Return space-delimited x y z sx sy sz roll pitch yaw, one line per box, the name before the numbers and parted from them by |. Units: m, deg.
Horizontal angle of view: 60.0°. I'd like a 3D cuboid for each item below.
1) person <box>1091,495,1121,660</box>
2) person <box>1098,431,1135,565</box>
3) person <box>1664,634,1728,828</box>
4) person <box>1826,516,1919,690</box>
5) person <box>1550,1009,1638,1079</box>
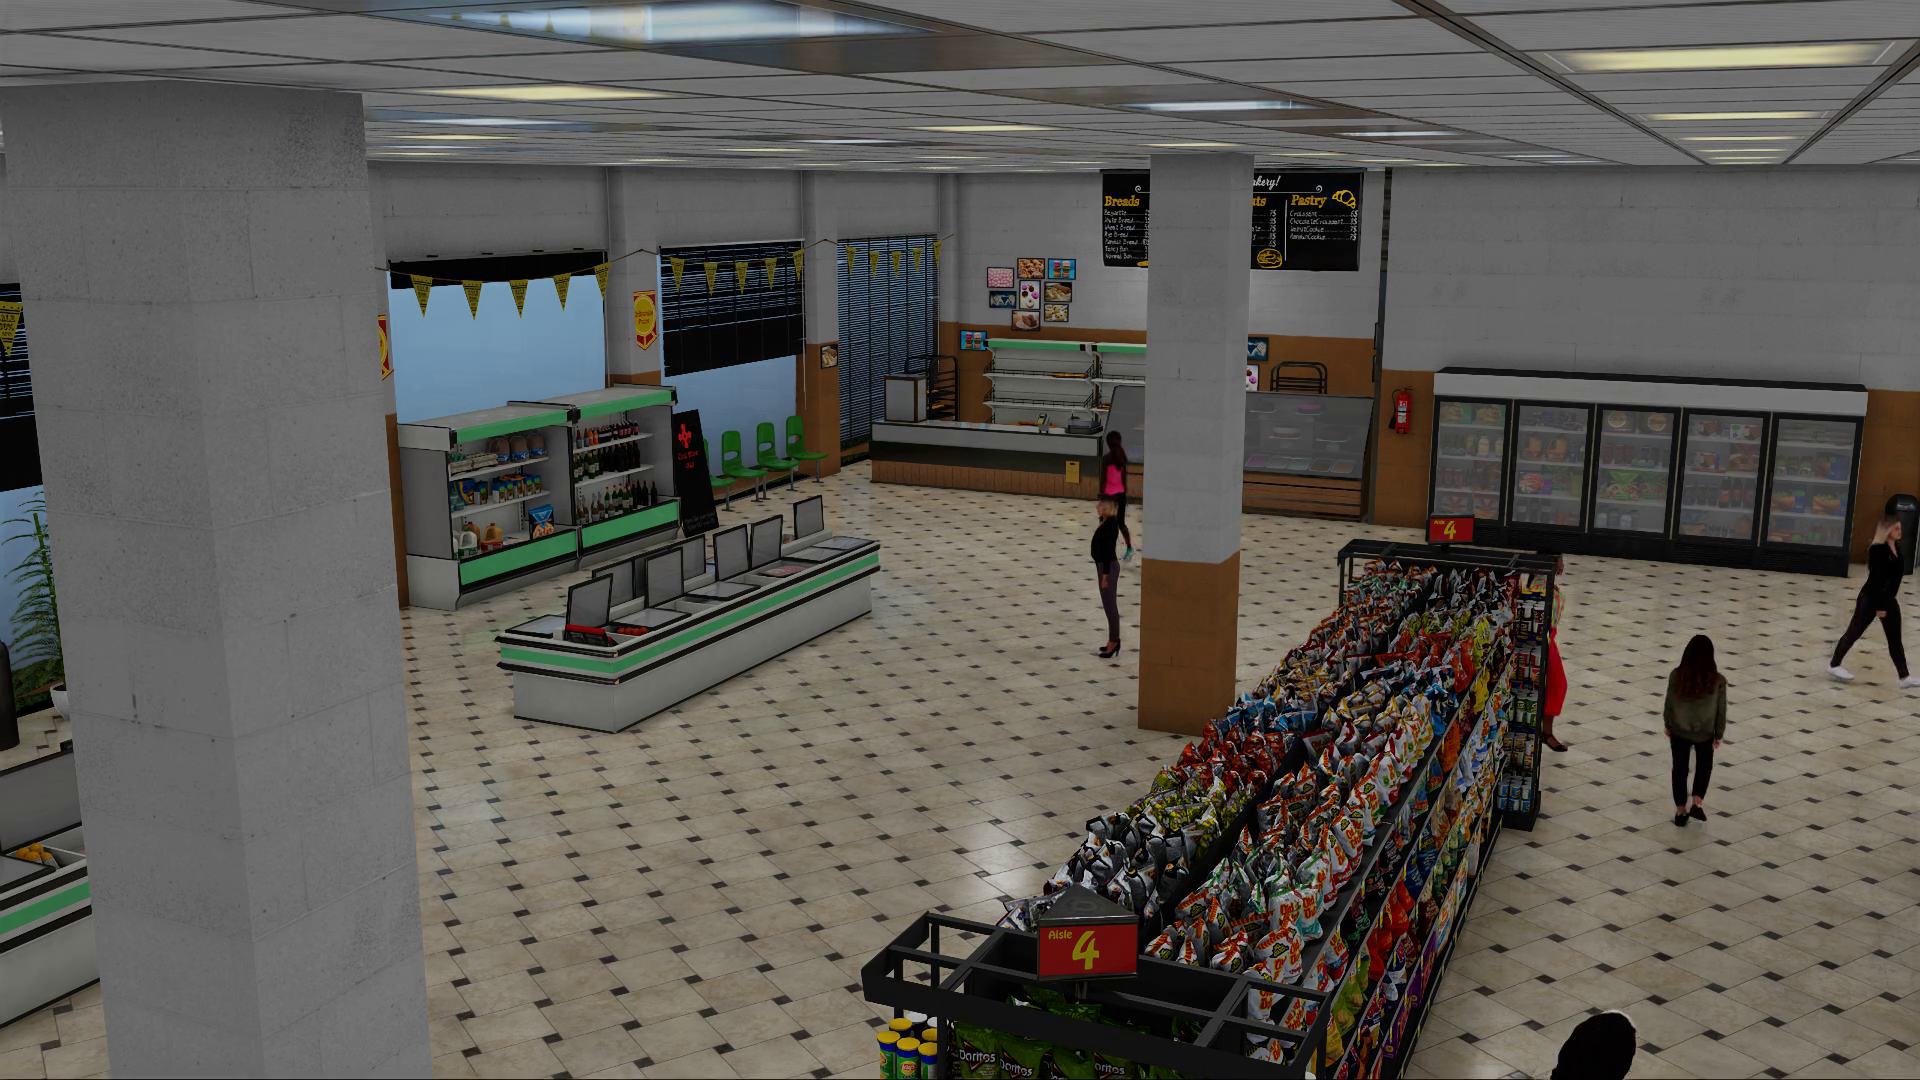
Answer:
person | 1.529 0.365 16.964 0.713 1.667 0.583 1 12 6
person | 1.981 -0.512 21.069 1.072 1.693 1.096 -5 13 -22
person | 5.428 1.437 12.353 0.580 1.469 0.549 6 13 27
person | 8.665 0.606 15.903 1.173 1.632 1.059 -8 15 -35
person | 2.213 2.627 6.017 0.794 1.752 1.266 8 15 35
